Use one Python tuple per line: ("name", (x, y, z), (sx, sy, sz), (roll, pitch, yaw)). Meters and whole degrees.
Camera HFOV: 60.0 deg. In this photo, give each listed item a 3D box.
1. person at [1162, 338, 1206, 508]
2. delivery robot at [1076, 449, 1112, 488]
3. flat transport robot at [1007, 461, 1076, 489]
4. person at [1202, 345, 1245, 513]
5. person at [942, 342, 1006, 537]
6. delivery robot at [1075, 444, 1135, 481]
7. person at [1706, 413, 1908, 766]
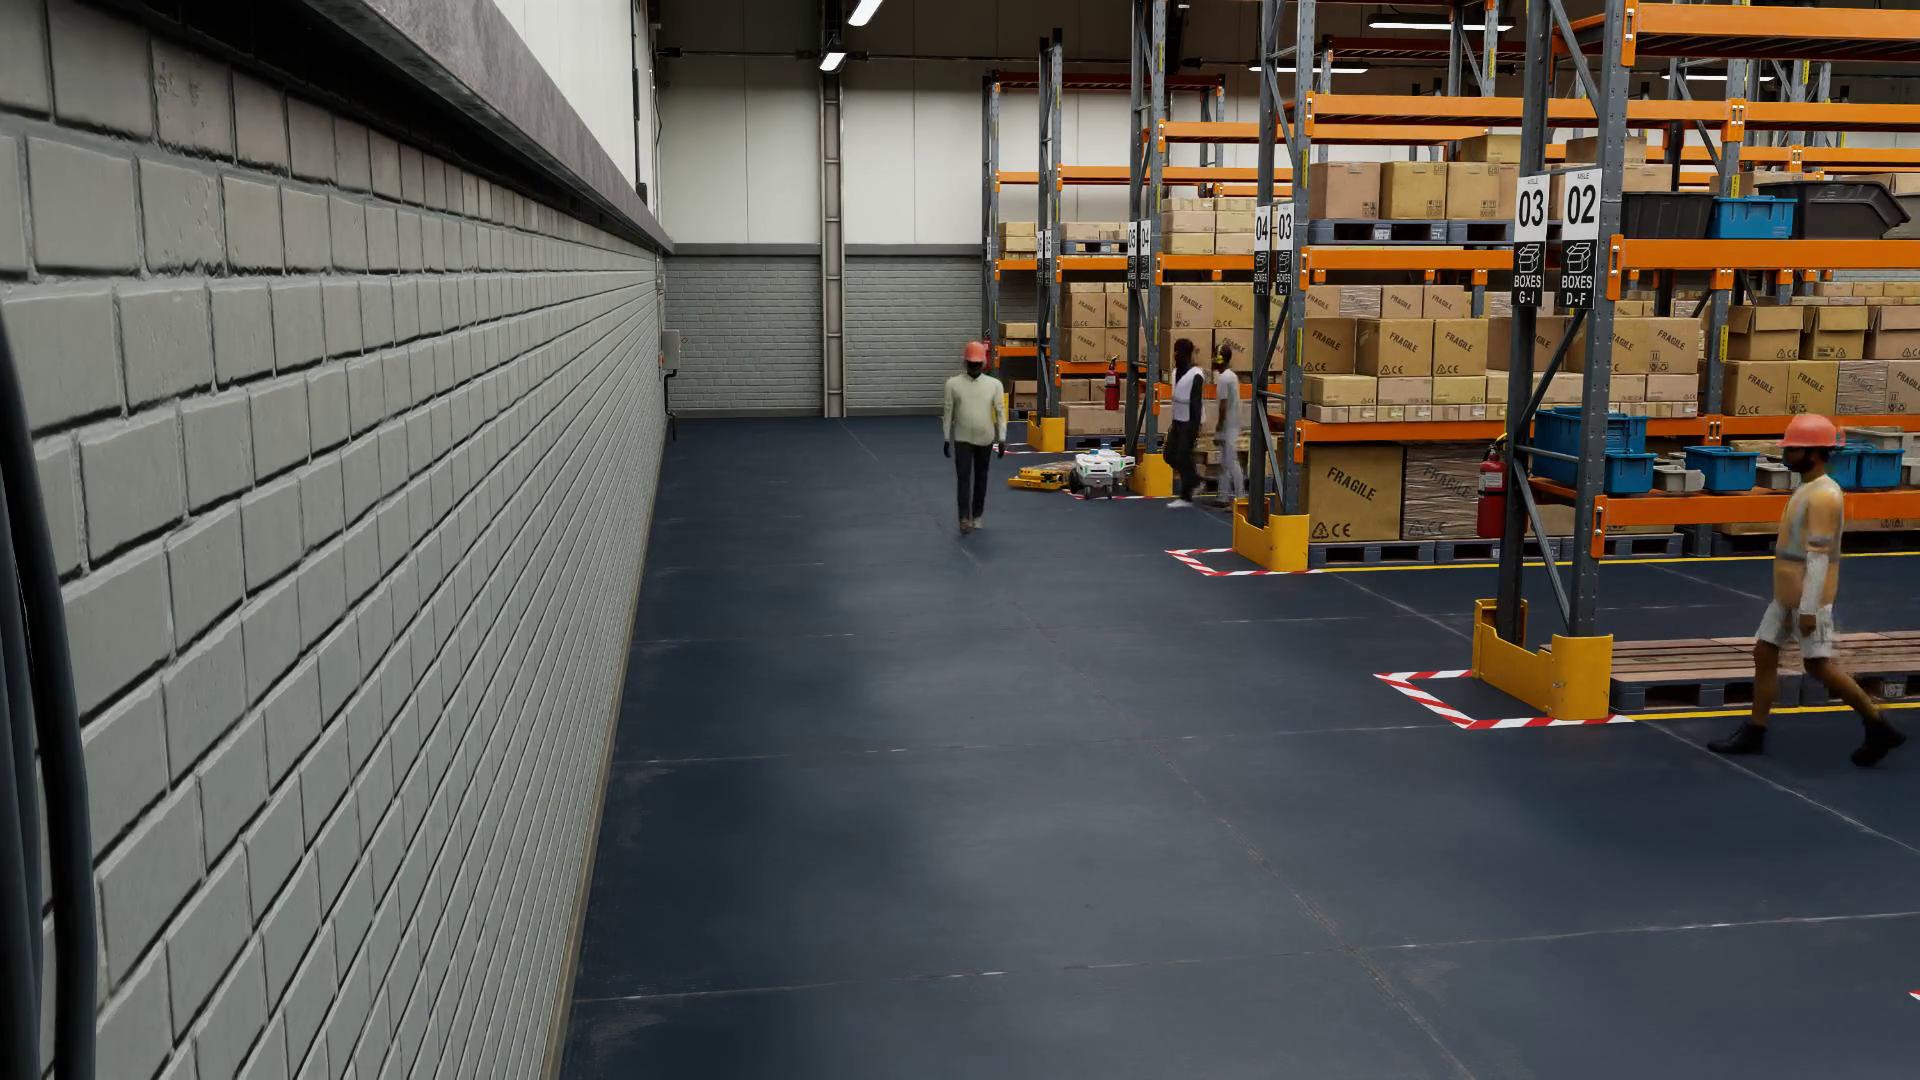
("person", (2.515, -1.303, 18.601), (0.443, 1.902, 0.610), (-3, 10, -20))
("delivery robot", (1.574, -0.824, 19.510), (0.477, 0.478, 0.707), (-1, 9, -4))
("flat transport robot", (1.259, -0.818, 20.635), (0.652, 0.197, 1.431), (7, 12, 37))
("person", (2.918, -1.219, 18.323), (0.589, 1.838, 0.508), (3, 10, 18))
("person", (0.149, -1.019, 16.778), (0.635, 1.929, 1.039), (0, 9, -3))
("delivery robot", (1.755, -0.921, 20.108), (0.707, 0.478, 0.477), (7, 12, 37))
("person", (4.598, 0.272, 8.900), (0.899, 1.911, 0.551), (3, 10, 16))
